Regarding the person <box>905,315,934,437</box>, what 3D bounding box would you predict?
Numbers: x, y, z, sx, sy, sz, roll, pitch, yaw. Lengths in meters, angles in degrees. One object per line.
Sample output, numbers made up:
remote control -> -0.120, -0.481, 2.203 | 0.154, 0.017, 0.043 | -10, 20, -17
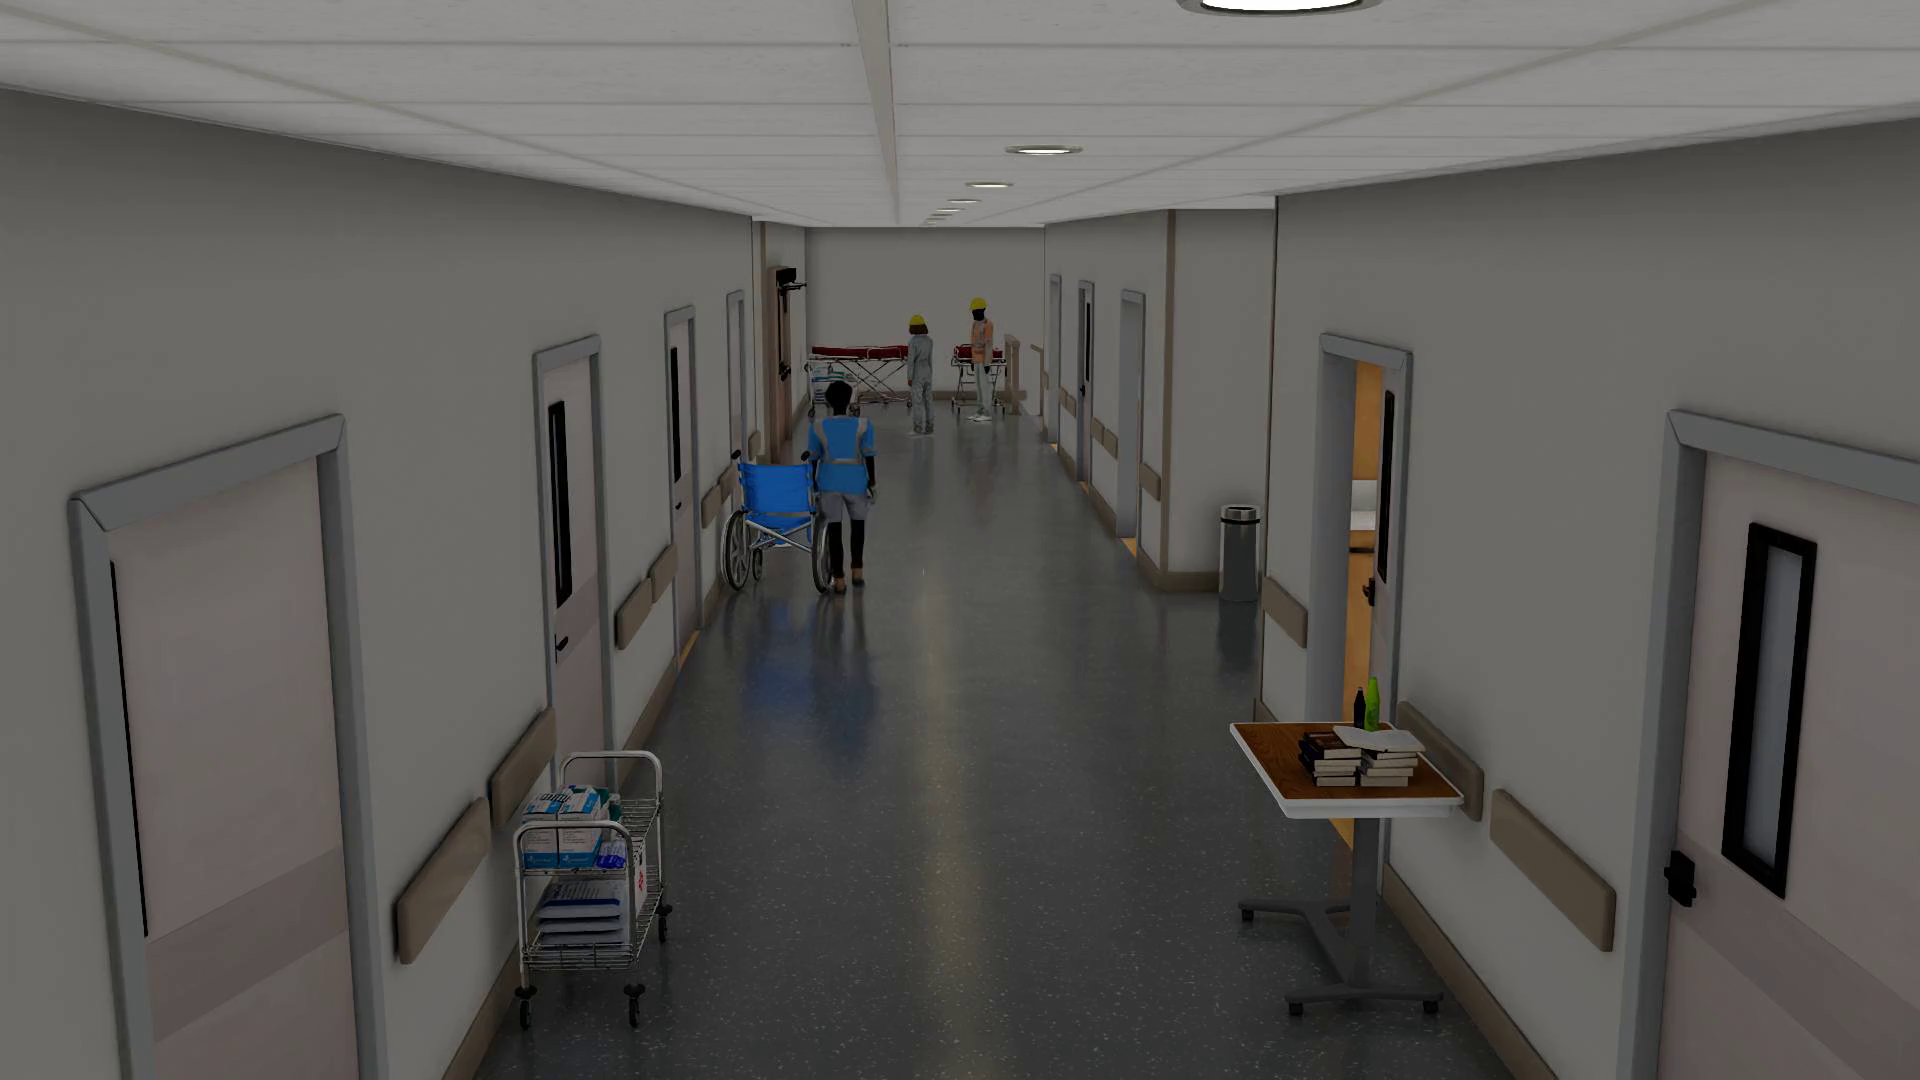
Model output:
person -> -0.592, -2.346, 23.781 | 0.312, 1.739, 0.485 | 9, 14, 42

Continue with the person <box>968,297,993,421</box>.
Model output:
person -> 0.314, -2.799, 25.801 | 0.394, 1.918, 0.585 | -4, 11, -22

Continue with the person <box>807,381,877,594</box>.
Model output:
person -> -0.944, -0.433, 13.250 | 0.559, 1.676, 0.604 | -1, 10, -5
